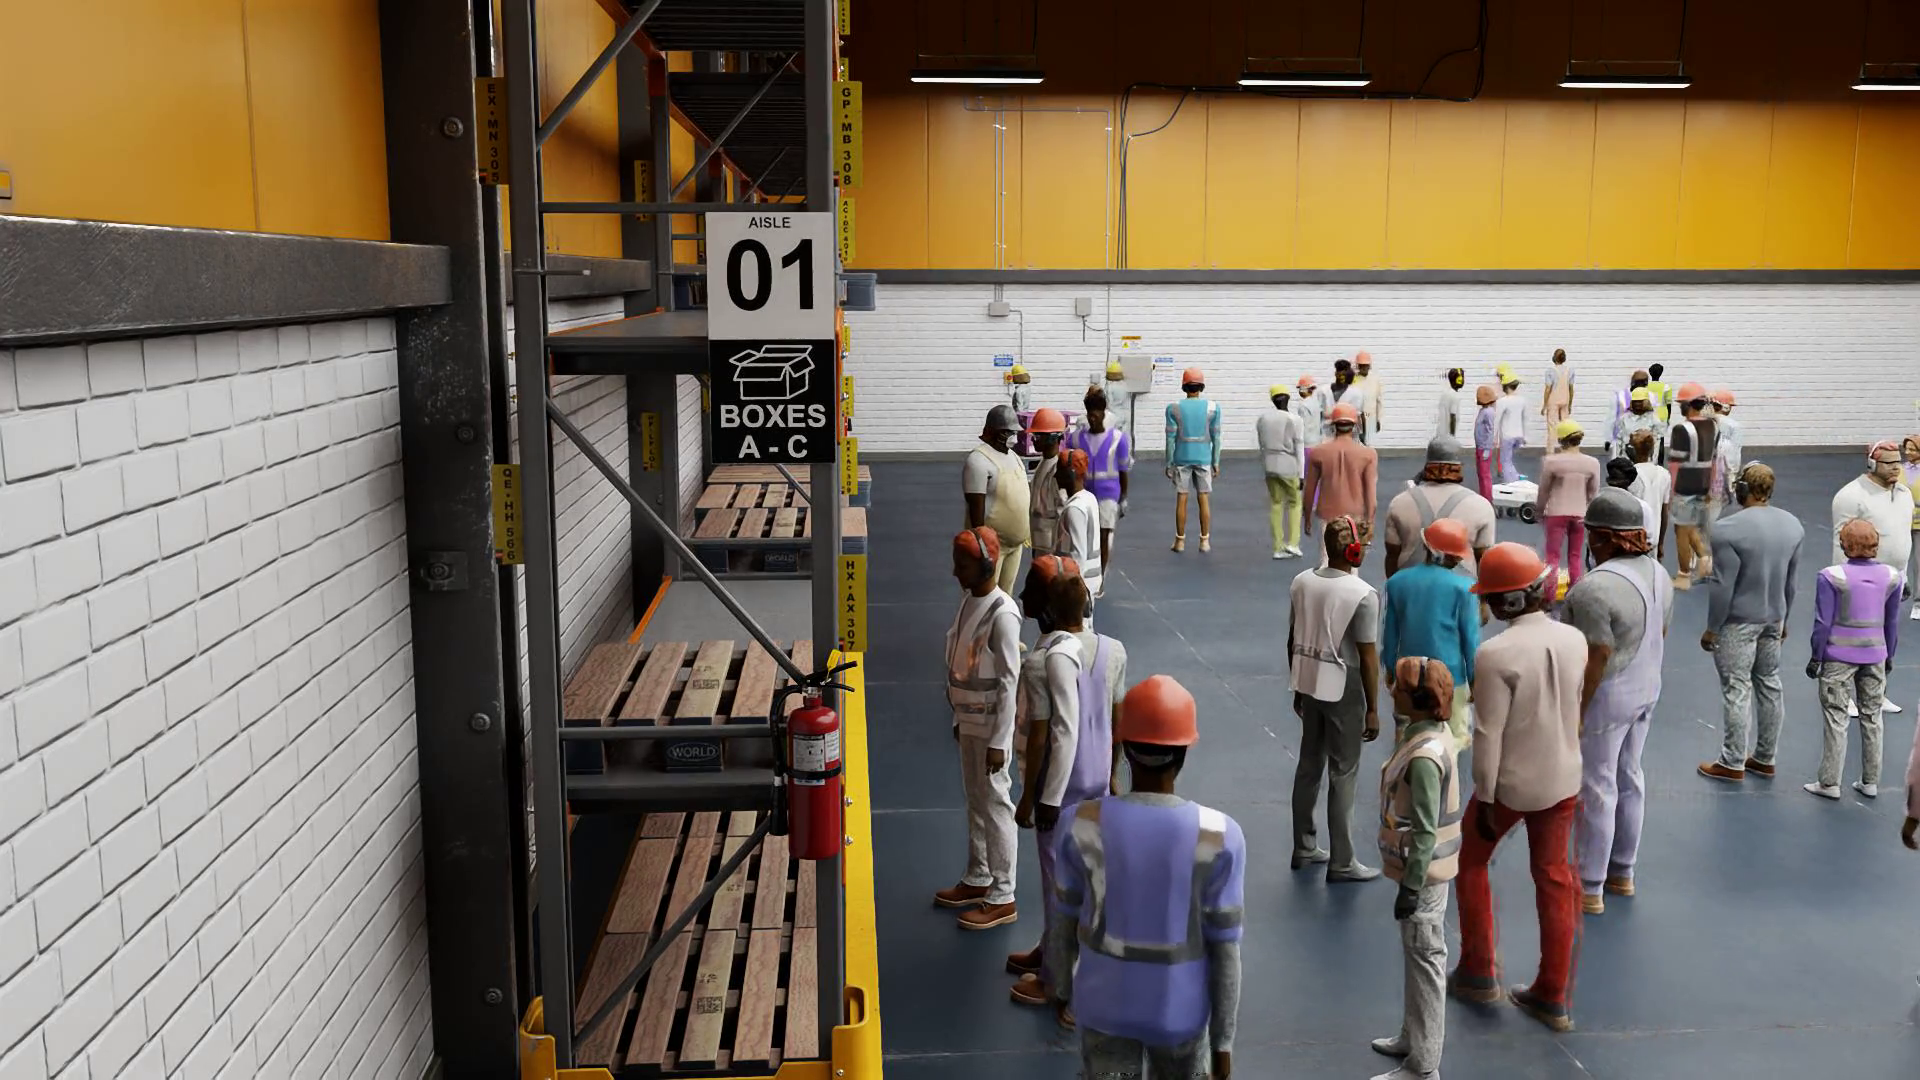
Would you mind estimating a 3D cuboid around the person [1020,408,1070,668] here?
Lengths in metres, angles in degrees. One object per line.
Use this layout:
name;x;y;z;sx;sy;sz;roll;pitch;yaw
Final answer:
person;0.661;0.021;12.576;0.371;2.044;0.608;-2;9;-13

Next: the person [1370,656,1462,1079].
person;1.708;1.235;6.211;0.310;1.642;0.514;3;9;17

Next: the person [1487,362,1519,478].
person;8.111;-1.804;24.970;0.529;1.750;0.448;0;9;-2

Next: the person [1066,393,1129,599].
person;1.326;-0.448;15.907;0.612;1.931;0.839;3;10;18

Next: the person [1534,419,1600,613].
person;5.484;-0.216;15.005;0.538;1.753;0.373;-1;9;-5

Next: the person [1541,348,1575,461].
person;9.726;-2.190;27.081;0.504;1.847;0.344;-1;9;-6

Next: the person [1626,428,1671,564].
person;5.307;0.045;13.046;0.516;1.843;0.325;-3;10;-18

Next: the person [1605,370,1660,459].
person;8.654;-1.271;21.384;0.640;1.819;0.468;1;9;5

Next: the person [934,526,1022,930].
person;0.101;0.864;7.775;0.355;1.887;0.573;-3;10;-18

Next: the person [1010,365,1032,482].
person;0.878;-1.687;24.259;0.304;1.739;0.485;3;10;18

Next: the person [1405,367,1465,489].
person;6.352;-1.369;21.975;0.756;1.844;0.547;-1;9;-9

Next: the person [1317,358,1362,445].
person;4.970;-1.425;21.933;0.626;1.947;0.463;4;10;23

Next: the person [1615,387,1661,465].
person;7.864;-0.909;19.352;0.483;1.745;0.301;6;11;35

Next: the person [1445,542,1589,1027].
person;2.282;0.975;6.839;0.648;1.954;0.710;-4;10;-22

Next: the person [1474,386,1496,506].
person;6.656;-1.144;21.171;0.265;1.632;0.508;1;9;4

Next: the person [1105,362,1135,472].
person;2.371;-1.827;25.134;0.438;1.729;0.502;8;12;40

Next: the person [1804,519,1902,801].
person;5.161;0.694;9.624;0.523;1.636;0.310;-1;9;-5

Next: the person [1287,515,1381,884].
person;1.863;0.793;8.346;0.373;1.843;0.571;-6;11;-31

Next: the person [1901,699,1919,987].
person;4.169;1.096;6.779;0.599;1.732;0.468;4;10;22

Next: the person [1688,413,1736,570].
person;7.671;-0.498;17.119;0.560;1.629;0.361;3;10;18

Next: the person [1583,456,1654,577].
person;4.875;0.224;12.385;0.319;1.697;0.532;-6;11;-34

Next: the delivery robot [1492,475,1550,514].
delivery robot;6.950;-0.556;20.566;0.477;0.478;0.707;-8;12;-41

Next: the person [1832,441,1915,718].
person;6.310;0.265;11.470;0.652;1.906;0.409;-3;10;-20

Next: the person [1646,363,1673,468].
person;10.577;-1.843;25.366;0.532;1.696;0.319;3;10;19

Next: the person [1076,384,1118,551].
person;1.492;-0.781;18.233;0.516;1.843;0.325;-4;10;-24

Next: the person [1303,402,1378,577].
person;3.271;-0.210;14.359;0.623;1.948;1.024;2;9;14

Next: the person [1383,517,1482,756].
person;2.601;0.713;9.234;0.498;1.719;0.629;-7;12;-39

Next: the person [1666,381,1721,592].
person;6.968;-0.504;15.944;0.603;2.028;0.413;-6;11;-33

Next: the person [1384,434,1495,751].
person;3.089;0.321;10.700;0.686;2.000;0.535;5;10;28

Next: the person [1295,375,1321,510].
person;4.485;-1.265;21.570;0.347;1.747;0.572;5;10;27

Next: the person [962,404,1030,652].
person;0.330;-0.073;13.174;0.535;2.000;0.683;6;11;34

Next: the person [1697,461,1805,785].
person;4.704;0.494;9.931;0.629;1.940;0.376;-3;10;-19

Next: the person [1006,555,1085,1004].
person;0.378;0.991;6.984;0.351;1.884;0.581;0;9;0

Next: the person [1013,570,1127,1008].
person;0.457;1.023;6.926;0.507;1.839;0.343;-6;11;-33

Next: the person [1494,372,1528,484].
person;7.325;-1.364;22.203;0.543;1.749;0.398;-6;11;-31

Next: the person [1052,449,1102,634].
person;0.778;0.323;11.180;0.337;1.882;0.585;2;9;11

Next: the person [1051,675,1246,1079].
person;0.543;1.319;4.902;0.549;1.895;0.949;1;9;6

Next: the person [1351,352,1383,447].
person;5.790;-1.748;24.025;0.640;1.933;1.054;0;9;3

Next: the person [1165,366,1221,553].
person;2.535;-0.871;18.168;0.607;2.048;0.365;0;9;1

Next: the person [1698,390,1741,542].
person;8.548;-0.820;18.771;0.341;1.747;0.570;-6;11;-32

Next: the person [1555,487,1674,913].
person;3.060;0.751;8.000;0.682;2.000;0.537;-8;12;-41

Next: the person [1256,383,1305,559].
person;3.466;-0.736;17.840;0.634;1.884;0.488;7;11;37
